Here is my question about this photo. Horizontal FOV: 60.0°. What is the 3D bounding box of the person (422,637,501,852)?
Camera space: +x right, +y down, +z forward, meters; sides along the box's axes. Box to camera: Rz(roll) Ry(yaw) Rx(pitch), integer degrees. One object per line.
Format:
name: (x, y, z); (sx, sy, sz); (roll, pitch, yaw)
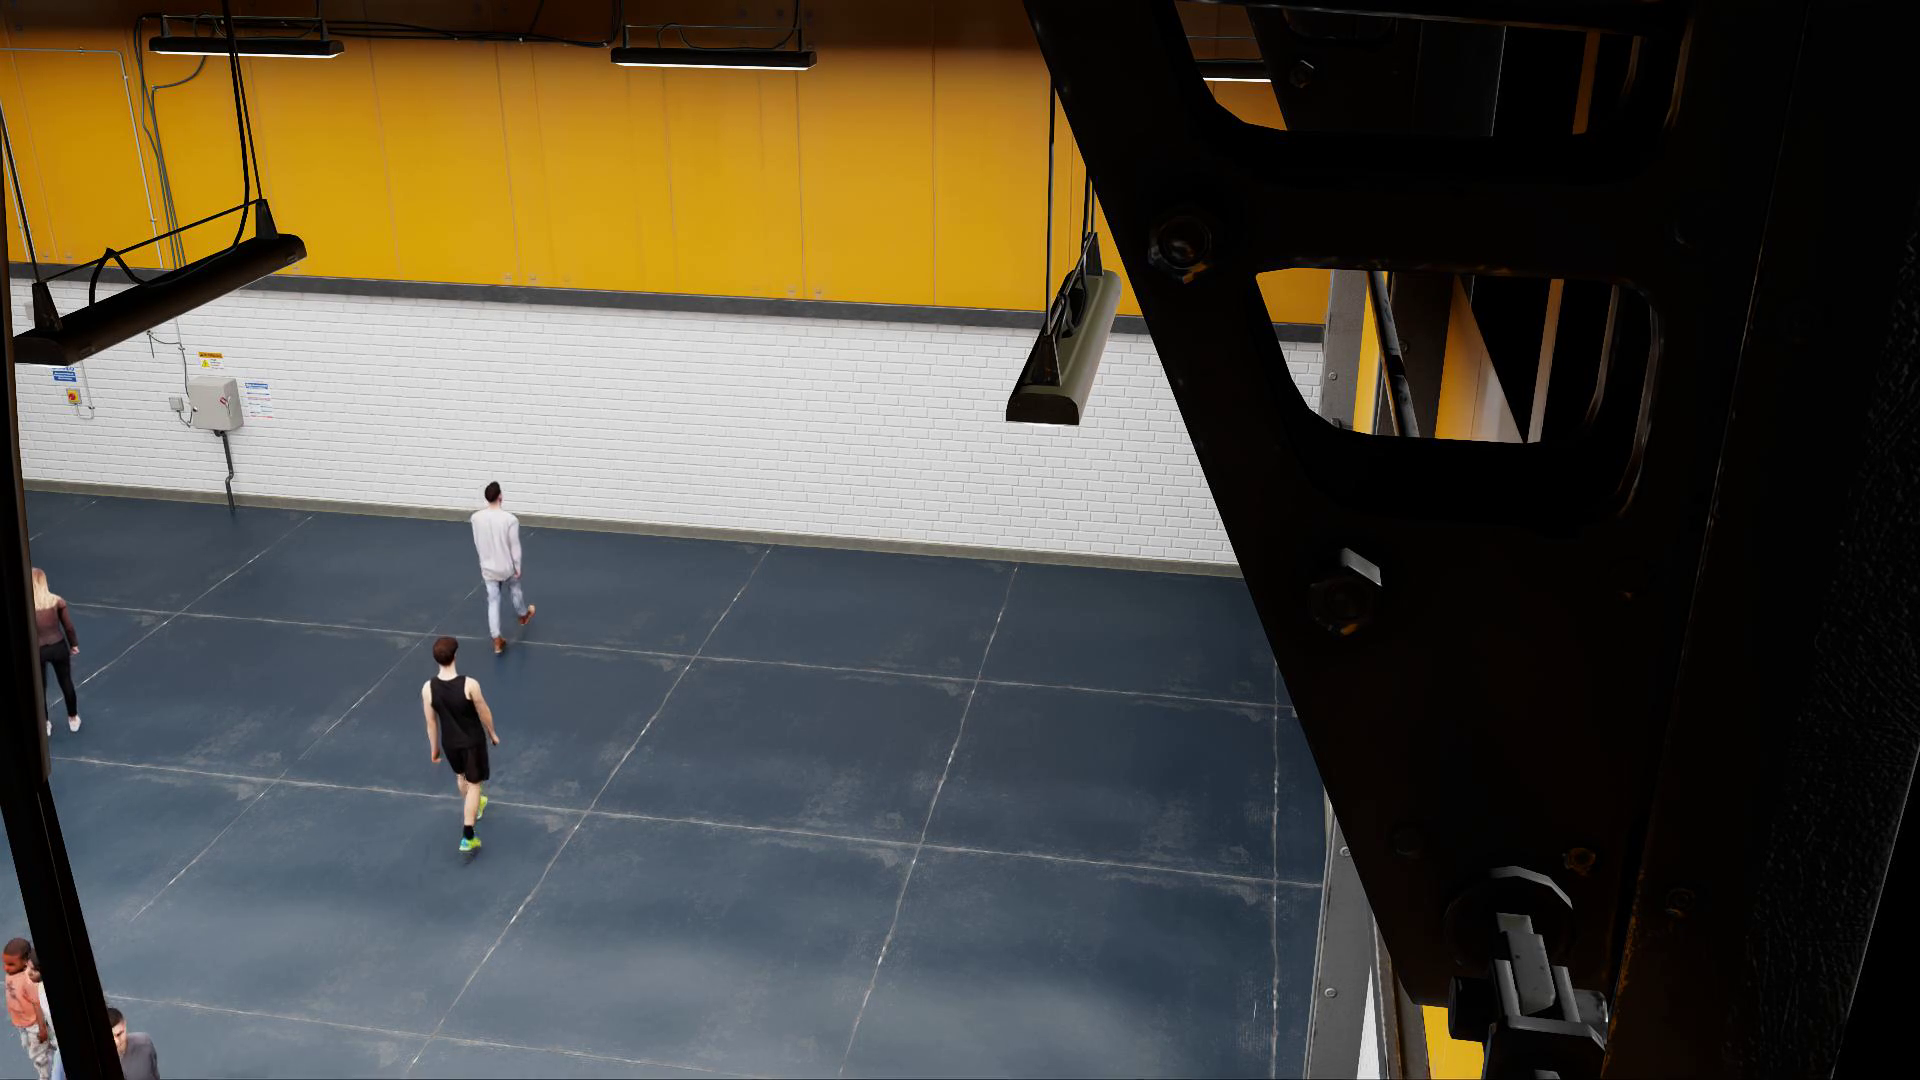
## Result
person: (-4.170, 1.729, 13.946); (0.732, 1.859, 1.152); (2, 24, 5)

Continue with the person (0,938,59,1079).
person: (-6.228, 3.199, 11.288); (0.705, 1.294, 0.827); (19, 30, 36)

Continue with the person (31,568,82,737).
person: (-8.568, 1.075, 15.647); (0.742, 1.696, 0.787); (-14, 27, -30)

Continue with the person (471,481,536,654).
person: (-4.820, 0.305, 17.282); (0.739, 1.796, 1.123); (2, 24, 5)
